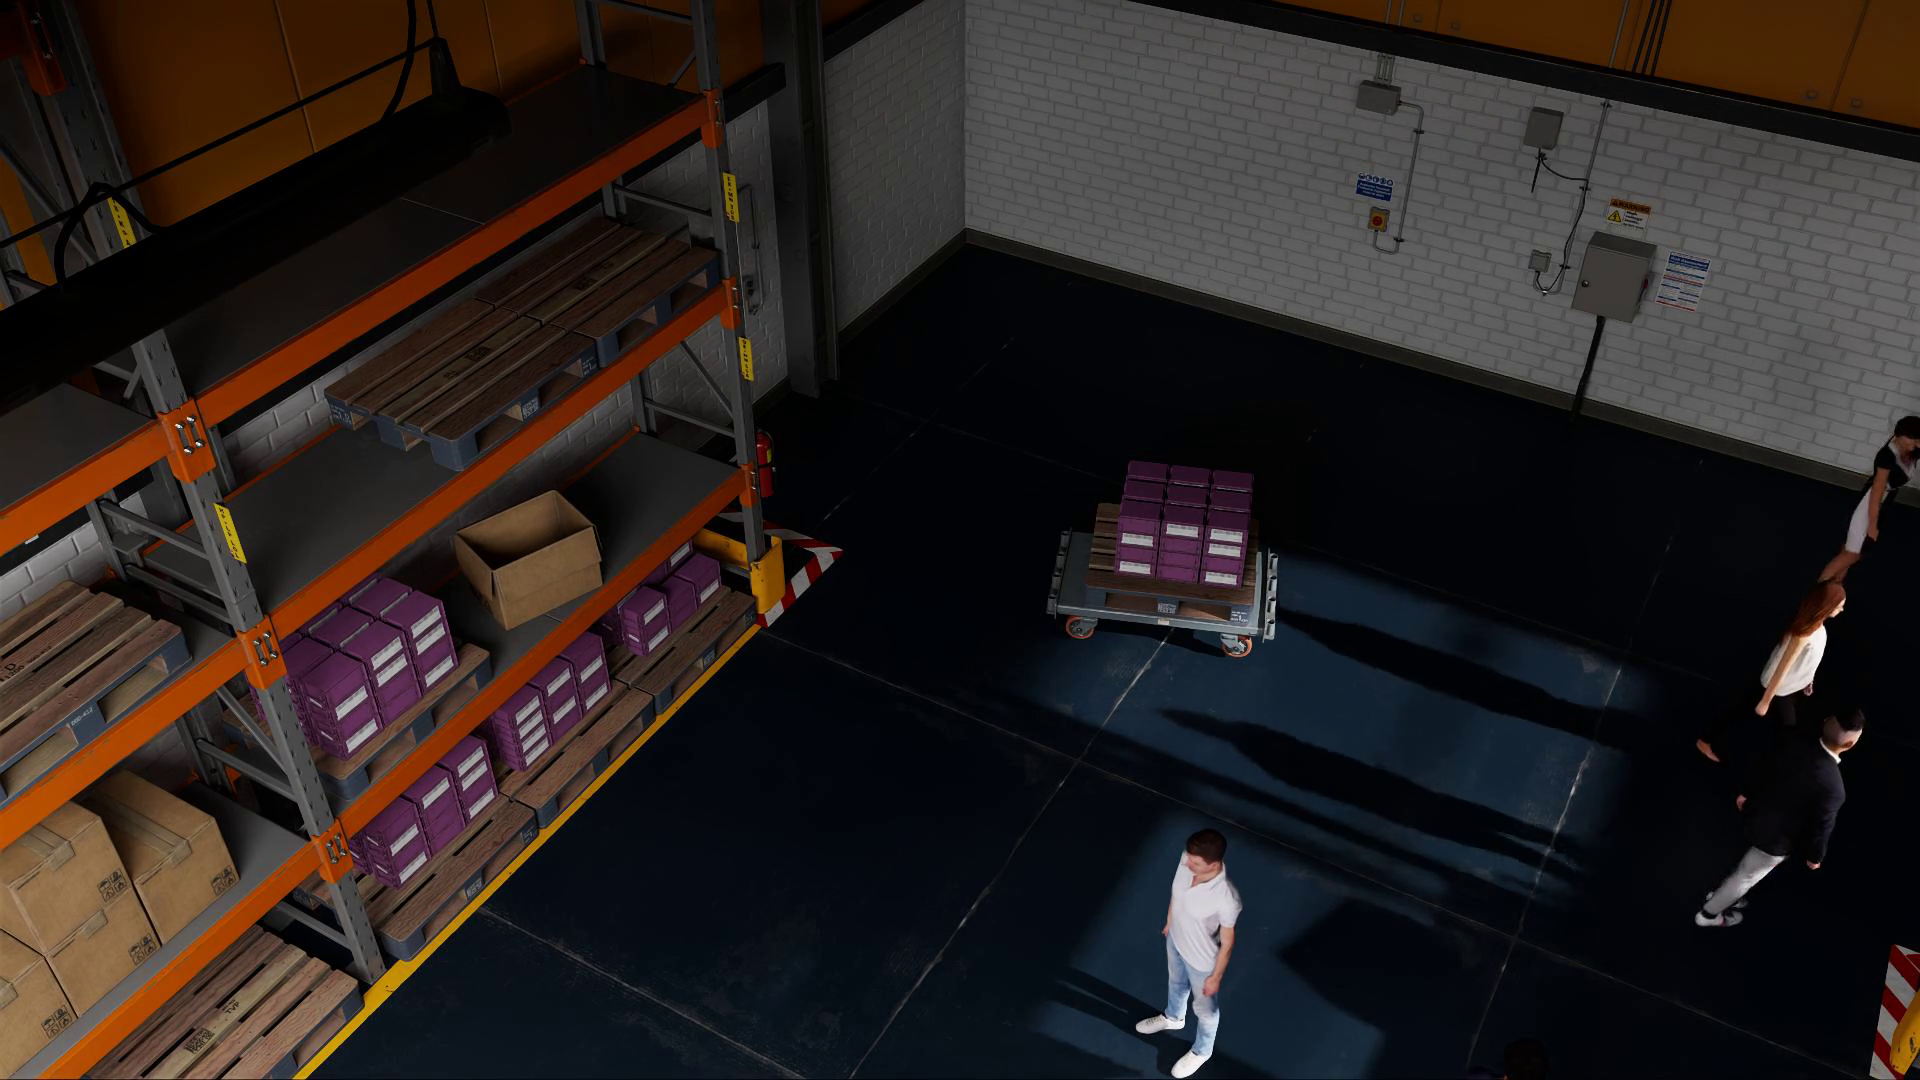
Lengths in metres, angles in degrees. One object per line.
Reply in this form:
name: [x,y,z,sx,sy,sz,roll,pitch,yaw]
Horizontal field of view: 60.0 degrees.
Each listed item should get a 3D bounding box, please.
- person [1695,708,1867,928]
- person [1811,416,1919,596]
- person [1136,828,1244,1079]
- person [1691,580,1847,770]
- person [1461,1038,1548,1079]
person: [4.651,1.649,9.652,0.922,1.926,0.830,-7,39,-8]
person: [6.664,-0.244,12.149,0.765,1.768,0.535,16,41,19]
person: [1.287,2.195,9.024,0.737,1.857,0.730,-18,42,-21]
person: [5.209,0.913,10.777,0.696,1.672,1.032,23,44,26]
person: [2.494,3.058,8.008,0.778,1.777,0.895,31,48,33]
